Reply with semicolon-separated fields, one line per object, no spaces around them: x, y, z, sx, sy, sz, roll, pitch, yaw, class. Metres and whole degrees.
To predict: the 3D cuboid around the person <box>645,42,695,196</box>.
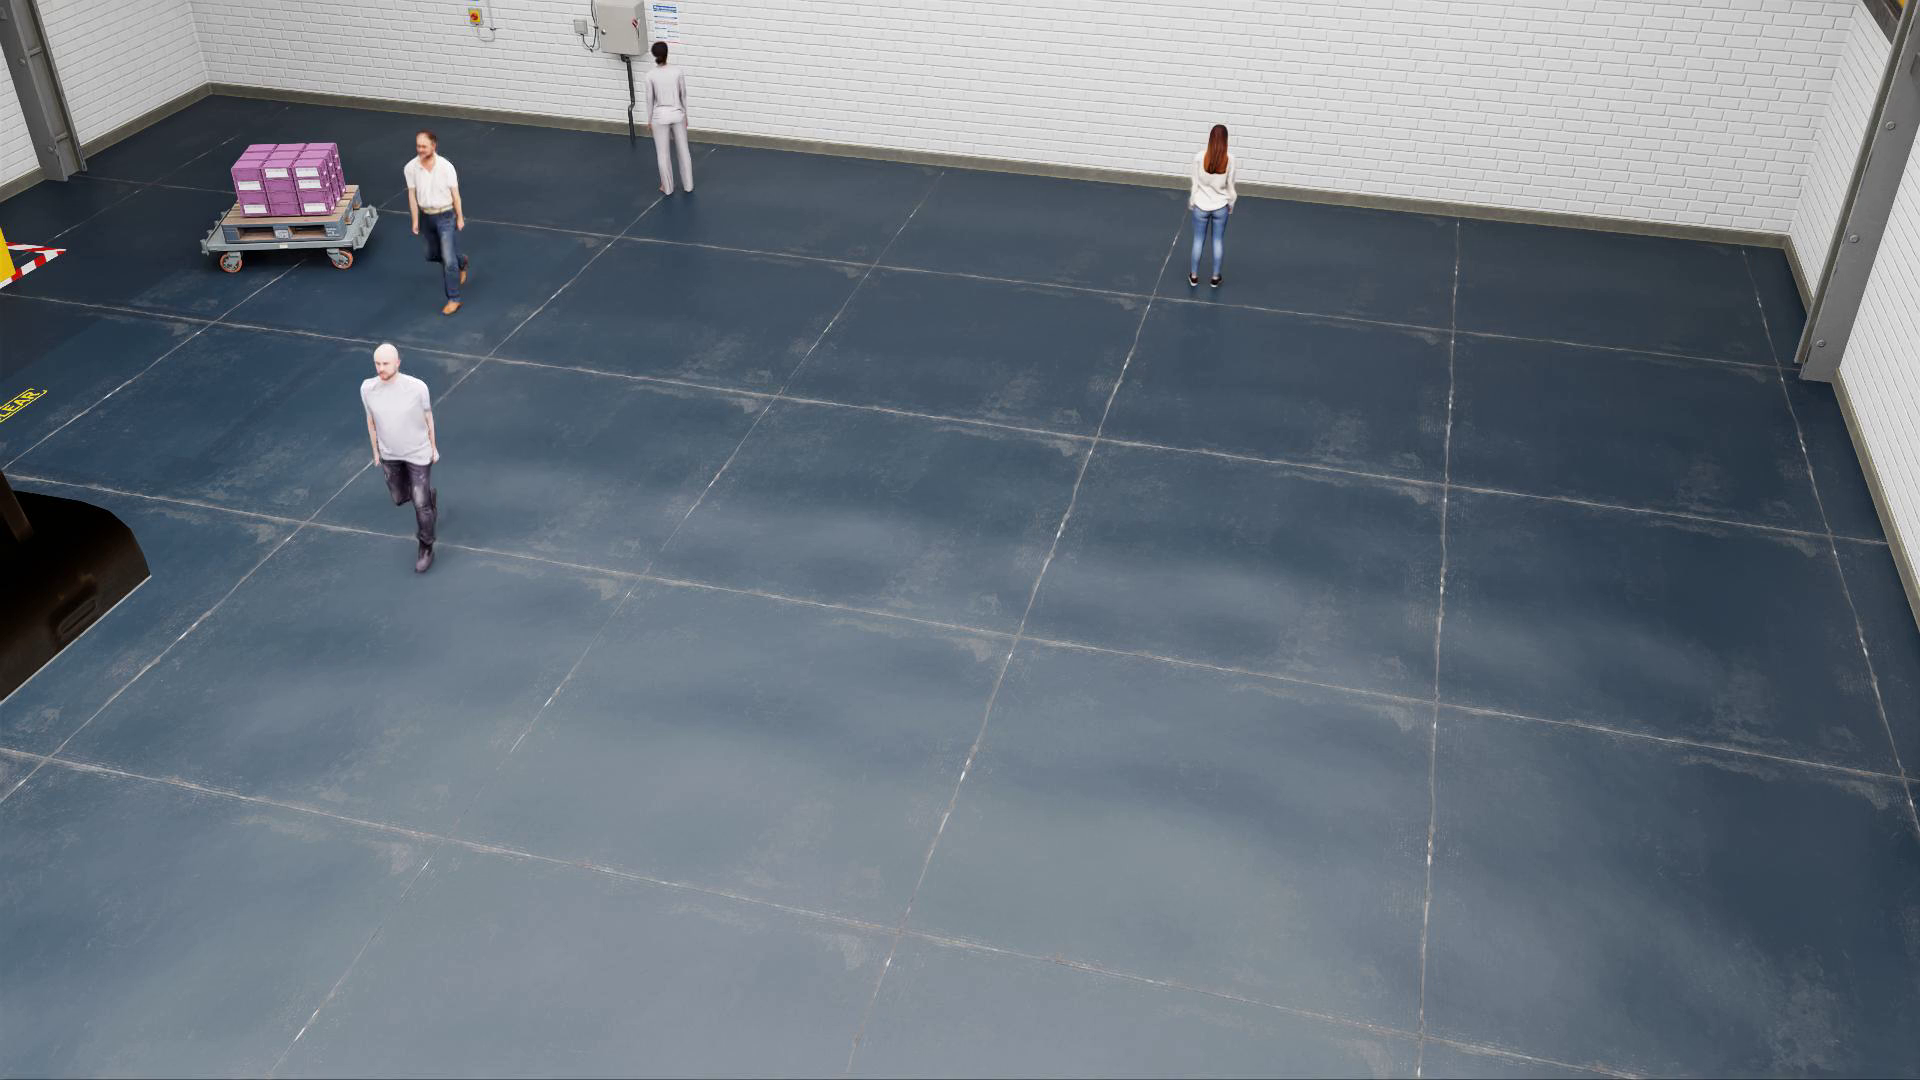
-3.324;-4.816;18.988;0.717;1.739;0.741;-12;35;-17;person

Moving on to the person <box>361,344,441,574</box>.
-4.197;-0.702;12.735;0.794;1.810;1.093;1;34;2;person

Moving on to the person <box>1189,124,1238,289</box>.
2.559;-3.393;16.890;0.640;1.693;0.575;5;34;8;person

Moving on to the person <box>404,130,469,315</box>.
-5.123;-3.215;16.492;0.705;1.837;0.983;6;34;9;person
